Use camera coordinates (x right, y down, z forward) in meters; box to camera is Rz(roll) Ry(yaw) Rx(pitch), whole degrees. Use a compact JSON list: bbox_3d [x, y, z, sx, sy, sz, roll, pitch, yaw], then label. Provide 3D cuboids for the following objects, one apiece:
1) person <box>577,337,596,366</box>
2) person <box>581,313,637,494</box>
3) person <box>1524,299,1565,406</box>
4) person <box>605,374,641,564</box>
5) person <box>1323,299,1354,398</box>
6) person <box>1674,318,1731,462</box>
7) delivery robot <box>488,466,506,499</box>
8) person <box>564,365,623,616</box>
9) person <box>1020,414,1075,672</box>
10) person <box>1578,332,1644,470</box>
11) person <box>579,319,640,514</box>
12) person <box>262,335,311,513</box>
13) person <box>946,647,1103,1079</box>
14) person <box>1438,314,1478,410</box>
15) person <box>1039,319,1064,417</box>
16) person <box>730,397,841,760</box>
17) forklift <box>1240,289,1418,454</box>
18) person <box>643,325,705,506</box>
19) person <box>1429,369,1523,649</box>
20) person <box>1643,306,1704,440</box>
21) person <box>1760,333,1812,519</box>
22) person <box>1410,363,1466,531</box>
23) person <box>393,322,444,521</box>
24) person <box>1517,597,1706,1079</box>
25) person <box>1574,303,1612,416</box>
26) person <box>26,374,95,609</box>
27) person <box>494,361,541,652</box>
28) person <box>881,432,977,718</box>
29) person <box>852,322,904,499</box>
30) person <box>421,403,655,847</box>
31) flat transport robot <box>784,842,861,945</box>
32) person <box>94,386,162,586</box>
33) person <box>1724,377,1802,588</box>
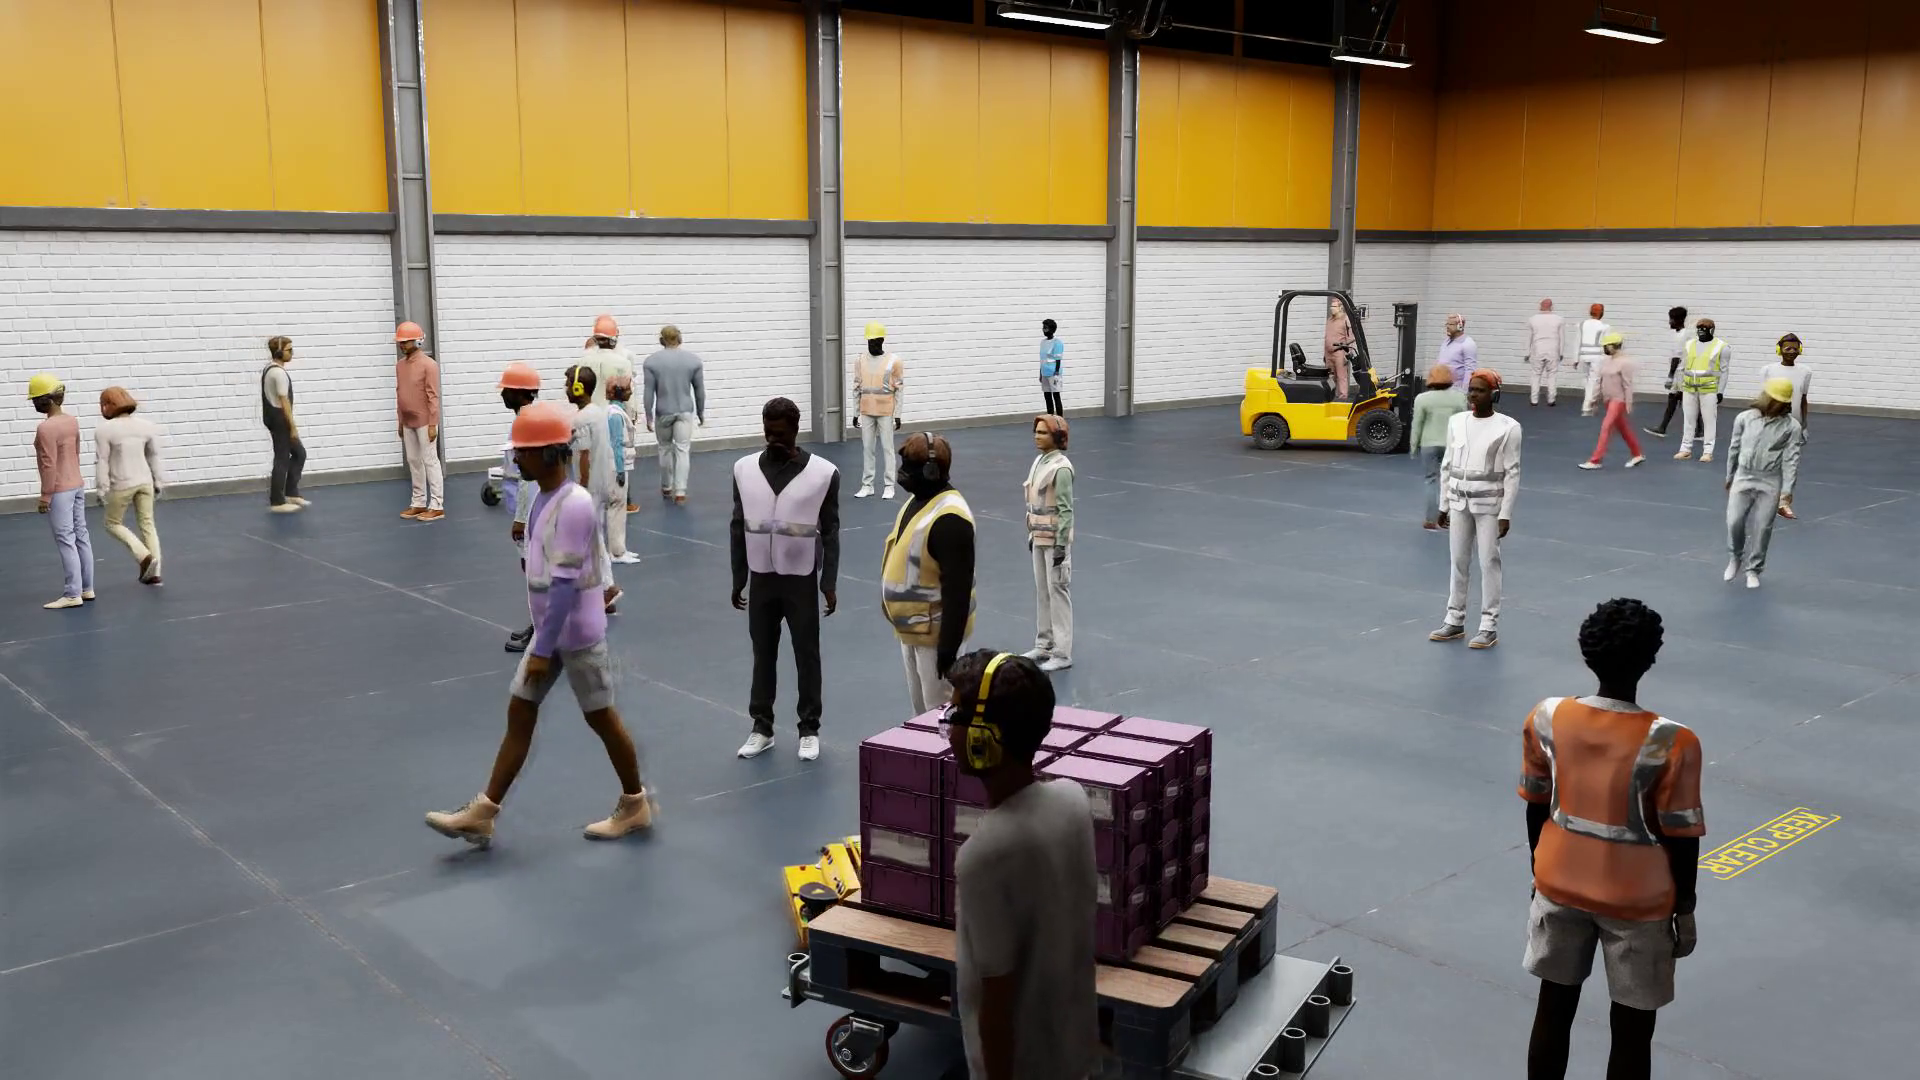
[{"bbox_3d":[-4.505,-1.684,20.576,0.514,1.639,0.311,5,11,25],"label":"person"},{"bbox_3d":[-3.933,-1.547,18.717,0.613,2.015,0.883,0,10,-1],"label":"person"},{"bbox_3d":[10.251,-3.281,29.207,0.674,1.887,0.441,4,11,23],"label":"person"},{"bbox_3d":[-2.934,-0.609,14.310,0.310,1.631,0.509,-2,10,-13],"label":"person"},{"bbox_3d":[6.459,-3.183,28.567,0.401,1.910,0.640,-5,11,-26],"label":"person"},{"bbox_3d":[9.553,-1.932,21.437,0.429,1.844,0.625,-9,13,-41],"label":"person"},{"bbox_3d":[-4.662,-0.691,17.653,0.477,0.478,0.707,5,11,27],"label":"delivery robot"},{"bbox_3d":[-2.703,-0.340,12.080,0.418,1.851,0.562,1,10,5],"label":"person"},{"bbox_3d":[0.573,0.010,10.636,0.306,1.645,0.522,-3,10,-18],"label":"person"},{"bbox_3d":[8.154,-1.725,20.634,0.969,1.704,0.515,-2,10,-12],"label":"person"},{"bbox_3d":[-3.581,-1.248,16.985,0.630,1.993,0.391,3,10,15],"label":"person"},{"bbox_3d":[-6.900,-1.187,17.116,0.569,1.823,0.535,-5,11,-29],"label":"person"},{"bbox_3d":[0.055,1.129,3.591,0.954,1.817,0.511,7,12,35],"label":"person"},{"bbox_3d":[6.261,-1.918,21.159,0.406,1.911,0.638,-3,10,-17],"label":"person"},{"bbox_3d":[1.374,-2.517,25.293,0.320,1.692,0.534,-6,11,-30],"label":"person"},{"bbox_3d":[-0.919,0.200,8.747,0.587,1.913,0.391,2,10,10],"label":"person"},{"bbox_3d":[5.034,-2.339,22.783,2.313,2.155,1.214,3,10,16],"label":"forklift"},{"bbox_3d":[-3.065,-1.351,17.832,0.656,1.900,0.863,-2,10,-13],"label":"person"},{"bbox_3d":[3.487,-0.212,11.245,0.355,1.884,0.576,-8,13,-39],"label":"person"},{"bbox_3d":[10.337,-2.394,23.921,0.908,1.911,0.632,6,11,30],"label":"person"},{"bbox_3d":[8.265,-1.140,16.715,0.511,1.872,0.328,1,10,5],"label":"person"},{"bbox_3d":[4.568,-0.888,15.941,0.521,1.618,0.353,-1,10,-4],"label":"person"},{"bbox_3d":[-5.442,-1.188,16.660,0.614,1.987,0.407,7,12,36],"label":"person"},{"bbox_3d":[1.826,0.998,4.692,0.318,1.700,0.535,-9,13,-41],"label":"person"},{"bbox_3d":[10.569,-2.990,27.588,0.830,1.850,0.596,-8,12,-38],"label":"person"},{"bbox_3d":[-6.770,-0.363,12.490,0.326,1.761,0.523,-1,10,-4],"label":"person"},{"bbox_3d":[-2.903,-0.222,11.130,0.352,1.942,0.545,-1,10,-5],"label":"person"},{"bbox_3d":[-0.145,0.423,7.644,0.430,1.845,0.624,-3,10,-17],"label":"person"},{"bbox_3d":[-0.904,-1.404,18.090,0.594,1.926,0.366,4,10,21],"label":"person"},{"bbox_3d":[-1.848,0.404,7.321,1.030,1.991,0.614,-6,11,-32],"label":"person"},{"bbox_3d":[0.038,1.365,6.721,1.431,0.197,0.652,-2,10,-12],"label":"flat transport robot"},{"bbox_3d":[-6.575,-0.412,13.180,0.404,1.615,0.592,5,11,29],"label":"person"},{"bbox_3d":[6.321,-0.443,13.118,0.522,1.695,0.519,6,11,30],"label":"person"}]
